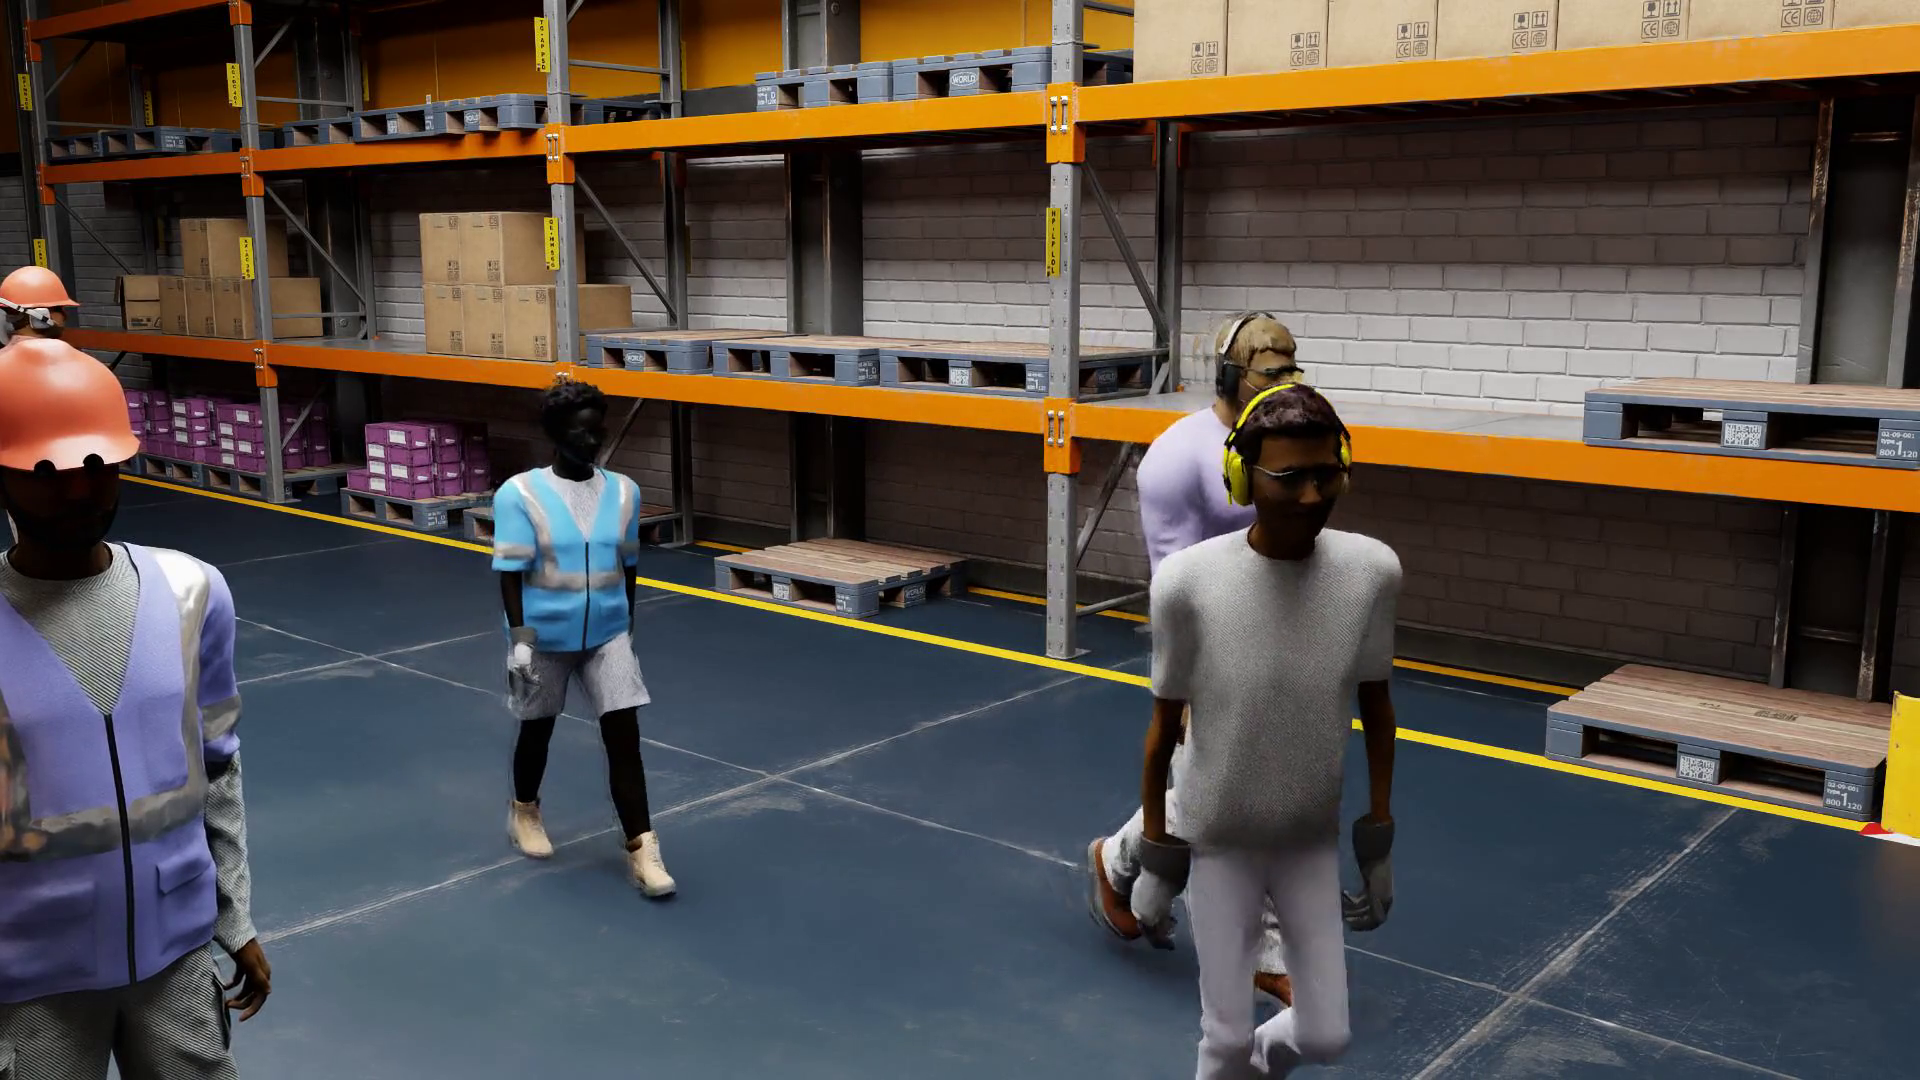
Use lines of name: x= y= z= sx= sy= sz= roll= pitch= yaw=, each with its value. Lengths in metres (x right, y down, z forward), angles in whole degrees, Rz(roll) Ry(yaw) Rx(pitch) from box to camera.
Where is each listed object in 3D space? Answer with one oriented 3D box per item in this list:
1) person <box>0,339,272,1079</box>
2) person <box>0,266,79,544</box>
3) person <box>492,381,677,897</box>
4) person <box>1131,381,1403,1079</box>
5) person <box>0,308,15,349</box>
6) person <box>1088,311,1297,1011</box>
person: x=-1.382 y=0.650 z=2.676 sx=0.360 sy=1.938 sz=0.546 roll=8 pitch=13 yaw=39
person: x=-3.999 y=-0.192 z=7.307 sx=0.608 sy=1.995 sz=0.377 roll=7 pitch=12 yaw=33
person: x=-1.262 y=0.306 z=5.441 sx=0.537 sy=1.657 sz=0.841 roll=-6 pitch=12 yaw=-33
person: x=0.588 y=0.587 z=3.327 sx=0.525 sy=1.842 sz=0.604 roll=-1 pitch=10 yaw=-7
person: x=-8.950 y=-1.597 z=15.175 sx=0.704 sy=2.000 sz=0.638 roll=-7 pitch=12 yaw=-36
person: x=0.693 y=0.328 z=4.563 sx=0.639 sy=1.914 sz=0.744 roll=-7 pitch=12 yaw=-35
